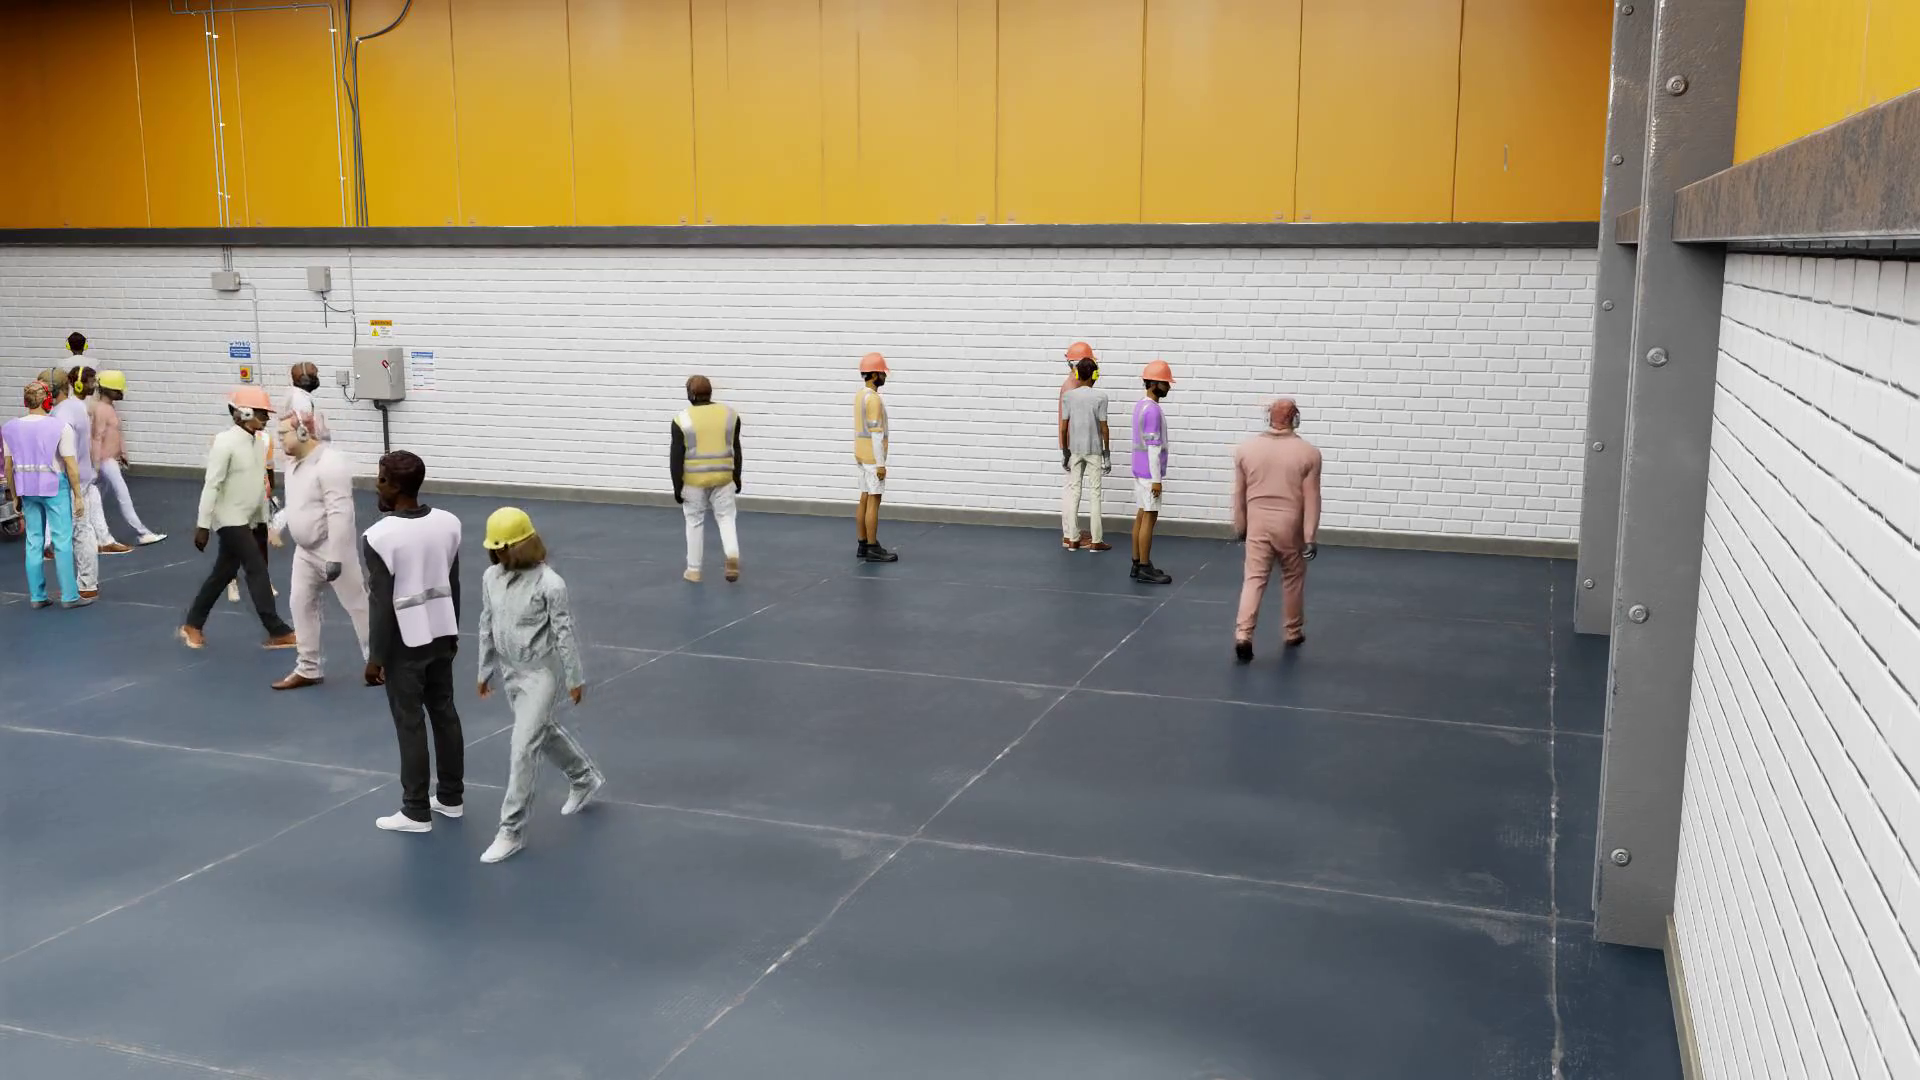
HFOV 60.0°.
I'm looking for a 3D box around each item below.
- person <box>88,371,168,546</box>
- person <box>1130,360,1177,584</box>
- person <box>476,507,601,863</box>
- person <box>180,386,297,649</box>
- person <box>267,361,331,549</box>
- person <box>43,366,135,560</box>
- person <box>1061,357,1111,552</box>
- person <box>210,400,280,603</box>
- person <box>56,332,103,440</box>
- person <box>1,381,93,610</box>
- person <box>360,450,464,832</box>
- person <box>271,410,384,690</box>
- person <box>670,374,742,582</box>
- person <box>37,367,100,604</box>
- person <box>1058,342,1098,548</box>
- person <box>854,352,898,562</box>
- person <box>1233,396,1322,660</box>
[{"bbox_3d":[-8.167,-0.772,16.083,0.895,1.708,0.611,-3,10,-16],"label":"person"},{"bbox_3d":[1.678,-0.591,14.444,0.364,1.933,0.552,-1,10,-5],"label":"person"},{"bbox_3d":[-2.077,0.641,8.173,0.510,1.695,0.870,6,12,30],"label":"person"},{"bbox_3d":[-5.273,-0.149,12.014,0.986,1.928,0.657,0,10,-3],"label":"person"},{"bbox_3d":[-6.289,-0.784,15.837,0.671,1.827,0.632,-4,11,-23],"label":"person"},{"bbox_3d":[-8.297,-0.718,15.532,0.869,1.821,0.527,-6,12,-29],"label":"person"},{"bbox_3d":[1.211,-0.813,15.900,0.515,1.865,0.329,5,11,27],"label":"person"},{"bbox_3d":[-5.877,-0.337,13.692,0.529,1.694,0.321,-9,13,-41],"label":"person"},{"bbox_3d":[-10.744,-1.609,20.365,0.521,1.870,0.319,-7,12,-34],"label":"person"},{"bbox_3d":[-7.322,-0.344,13.311,0.570,1.841,0.377,0,10,1],"label":"person"},{"bbox_3d":[-2.720,0.504,8.317,0.391,1.922,0.593,5,11,26],"label":"person"},{"bbox_3d":[-4.179,0.066,10.985,0.662,1.865,0.693,8,13,37],"label":"person"},{"bbox_3d":[-2.175,-0.515,14.322,0.659,1.825,0.696,-4,11,-23],"label":"person"},{"bbox_3d":[-7.302,-0.449,13.637,0.354,1.936,0.635,-4,11,-22],"label":"person"},{"bbox_3d":[1.140,-0.927,16.167,0.376,1.995,0.609,1,10,6],"label":"person"},{"bbox_3d":[-0.800,-0.767,15.419,0.347,1.942,0.544,-4,11,-20],"label":"person"},{"bbox_3d":[2.239,-0.089,11.843,0.654,1.866,0.990,5,11,26],"label":"person"}]
